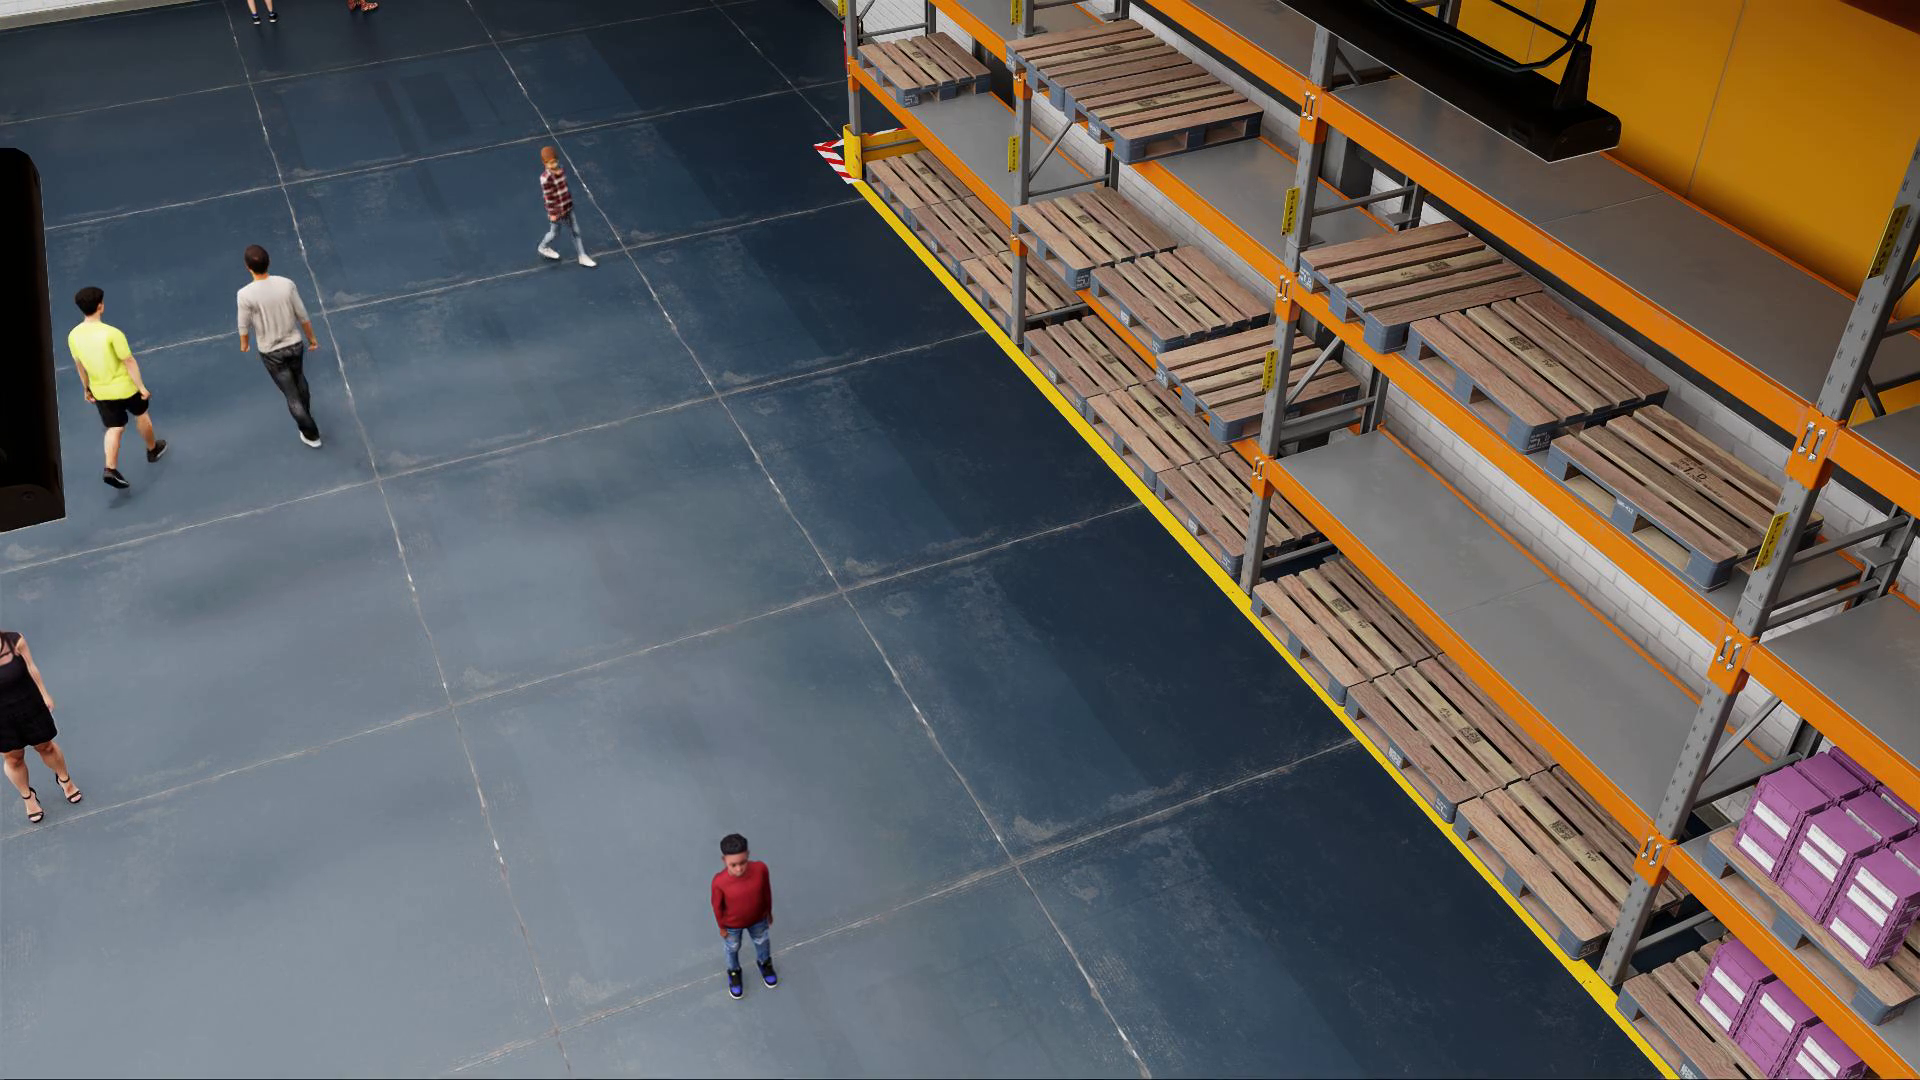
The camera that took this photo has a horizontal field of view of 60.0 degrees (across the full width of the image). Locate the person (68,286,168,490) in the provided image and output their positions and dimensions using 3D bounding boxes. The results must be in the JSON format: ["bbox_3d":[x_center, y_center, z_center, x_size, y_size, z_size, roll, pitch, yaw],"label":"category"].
[{"bbox_3d":[-6.904,-1.200,13.524,0.912,1.671,1.142,-2,39,-2],"label":"person"}]

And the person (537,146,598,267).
[{"bbox_3d":[-4.029,-3.301,16.470,0.958,1.279,0.847,16,41,19],"label":"person"}]

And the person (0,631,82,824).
[{"bbox_3d":[-6.054,1.098,10.607,0.706,1.721,0.680,-27,46,-30],"label":"person"}]

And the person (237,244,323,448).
[{"bbox_3d":[-5.625,-1.571,13.896,1.051,1.786,0.864,31,48,33],"label":"person"}]

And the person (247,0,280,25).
[{"bbox_3d":[-9.181,-7.416,21.485,0.546,1.450,0.517,-11,40,-14],"label":"person"}]

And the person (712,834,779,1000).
[{"bbox_3d":[-1.256,2.152,9.660,0.493,1.254,0.483,-15,41,-18],"label":"person"}]

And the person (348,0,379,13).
[{"bbox_3d":[-8.026,-7.784,21.731,0.642,1.719,0.722,16,41,19],"label":"person"}]
